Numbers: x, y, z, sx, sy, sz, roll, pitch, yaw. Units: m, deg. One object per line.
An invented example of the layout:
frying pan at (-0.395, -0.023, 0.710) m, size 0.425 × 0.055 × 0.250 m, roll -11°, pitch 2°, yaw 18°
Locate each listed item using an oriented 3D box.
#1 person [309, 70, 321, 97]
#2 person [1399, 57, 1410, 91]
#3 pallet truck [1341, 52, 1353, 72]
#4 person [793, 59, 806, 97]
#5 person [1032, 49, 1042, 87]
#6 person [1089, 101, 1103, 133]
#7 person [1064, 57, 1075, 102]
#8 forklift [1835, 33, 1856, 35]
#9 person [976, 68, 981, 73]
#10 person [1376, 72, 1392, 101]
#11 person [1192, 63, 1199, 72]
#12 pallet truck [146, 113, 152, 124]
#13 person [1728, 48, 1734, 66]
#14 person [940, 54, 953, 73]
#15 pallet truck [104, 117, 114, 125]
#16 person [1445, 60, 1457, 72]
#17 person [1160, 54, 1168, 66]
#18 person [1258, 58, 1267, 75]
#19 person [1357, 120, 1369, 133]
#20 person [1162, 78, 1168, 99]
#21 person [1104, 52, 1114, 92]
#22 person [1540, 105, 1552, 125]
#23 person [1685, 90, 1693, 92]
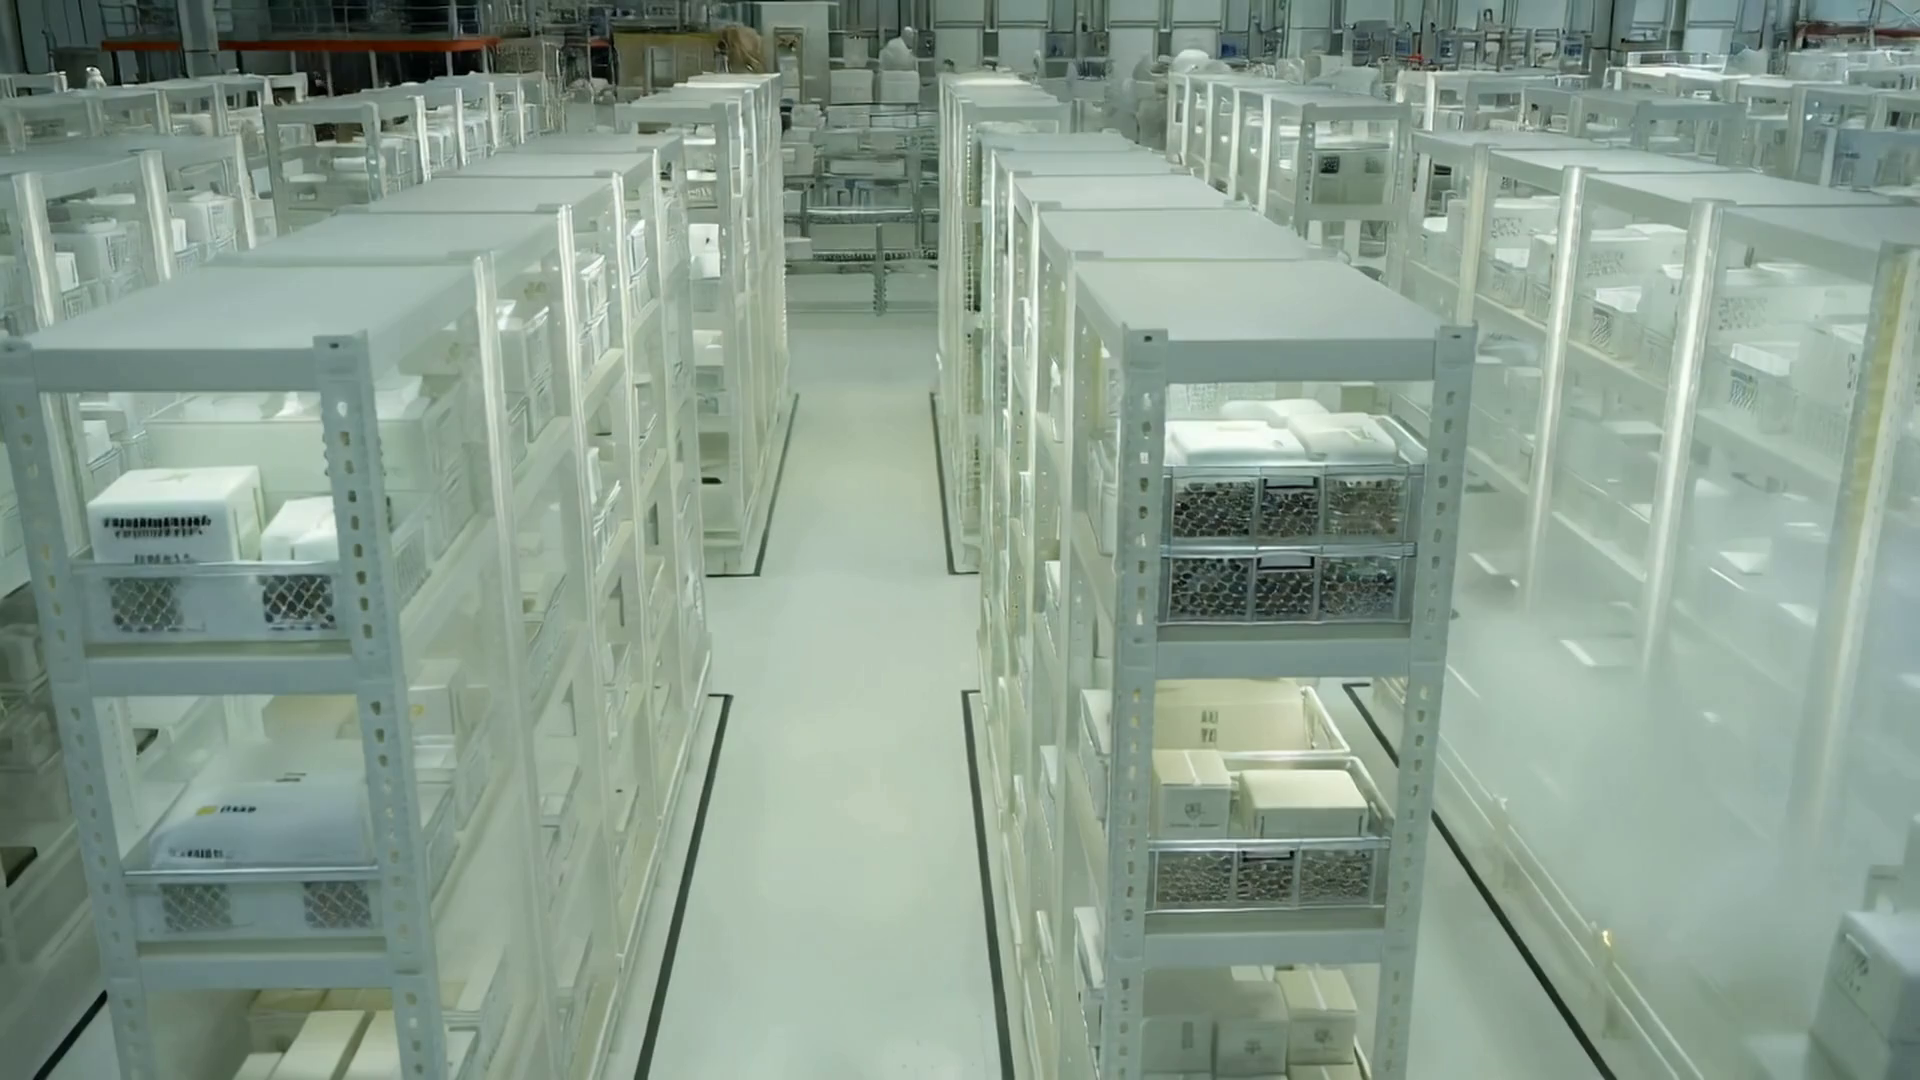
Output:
person at (-24.244, -16.773, 62.801) m, size 0.660 × 1.865 × 0.576 m, roll 0°, pitch 18°, yaw -1°
person at (22.552, -23.669, 84.411) m, size 0.533 × 1.692 × 0.319 m, roll 2°, pitch 18°, yaw 7°
pallet truck at (18.794, -23.123, 82.231) m, size 0.823 × 1.965 × 1.885 m, roll -13°, pitch 22°, yaw -35°
person at (-7.515, -21.627, 77.910) m, size 0.635 × 1.812 × 0.878 m, roll -7°, pitch 19°, yaw -21°
person at (4.165, -25.117, 88.529) m, size 0.713 × 1.911 × 0.587 m, roll 11°, pitch 21°, yaw 30°
person at (3.742, -11.330, 46.143) m, size 0.528 × 1.748 × 0.678 m, roll -13°, pitch 22°, yaw -35°
person at (4.896, -20.657, 74.627) m, size 0.442 × 1.976 × 0.647 m, roll -11°, pitch 21°, yaw -31°
forklift at (46.056, -25.071, 86.845) m, size 1.129 × 2.768 × 1.873 m, roll -1°, pitch 18°, yaw -2°
person at (0.733, -17.413, 64.793) m, size 0.500 × 1.861 × 0.328 m, roll -13°, pitch 22°, yaw -35°
person at (14.540, -15.052, 57.187) m, size 0.636 × 2.000 × 0.698 m, roll 2°, pitch 18°, yaw 6°
person at (9.272, -17.791, 65.685) m, size 0.603 × 2.034 × 0.416 m, roll 5°, pitch 19°, yaw 14°
pallet truck at (-18.087, -8.309, 36.390) m, size 1.885 × 1.965 × 0.823 m, roll -1°, pitch 18°, yaw -4°
person at (41.687, -25.656, 90.192) m, size 0.371 × 1.932 × 0.622 m, roll 1°, pitch 18°, yaw 2°
person at (-0.651, -22.587, 80.669) m, size 0.633 × 1.938 × 0.360 m, roll 1°, pitch 18°, yaw 4°
pallet truck at (-18.367, -7.885, 35.078) m, size 1.885 × 1.965 × 0.823 m, roll 1°, pitch 18°, yaw 2°
person at (22.582, -21.185, 76.608) m, size 0.526 × 1.765 × 0.329 m, roll 7°, pitch 19°, yaw 21°
person at (10.031, -22.992, 82.028) m, size 0.999 × 1.866 × 0.607 m, roll -5°, pitch 18°, yaw -14°
person at (13.783, -21.141, 76.246) m, size 0.692 × 1.904 × 0.599 m, roll 8°, pitch 19°, yaw 22°
person at (11.899, -12.309, 49.301) m, size 0.543 × 1.666 × 0.804 m, roll 0°, pitch 18°, yaw -1°
person at (7.144, -14.807, 56.737) m, size 0.552 × 1.845 × 0.673 m, roll 15°, pitch 23°, yaw 38°
person at (7.476, -23.450, 83.321) m, size 0.406 × 1.948 × 0.605 m, roll -7°, pitch 19°, yaw -22°
person at (19.116, -14.103, 54.645) m, size 0.922 × 1.784 × 0.618 m, roll 14°, pitch 22°, yaw 36°
person at (27.428, -16.822, 62.830) m, size 0.551 × 1.935 × 0.373 m, roll 17°, pitch 24°, yaw 41°
